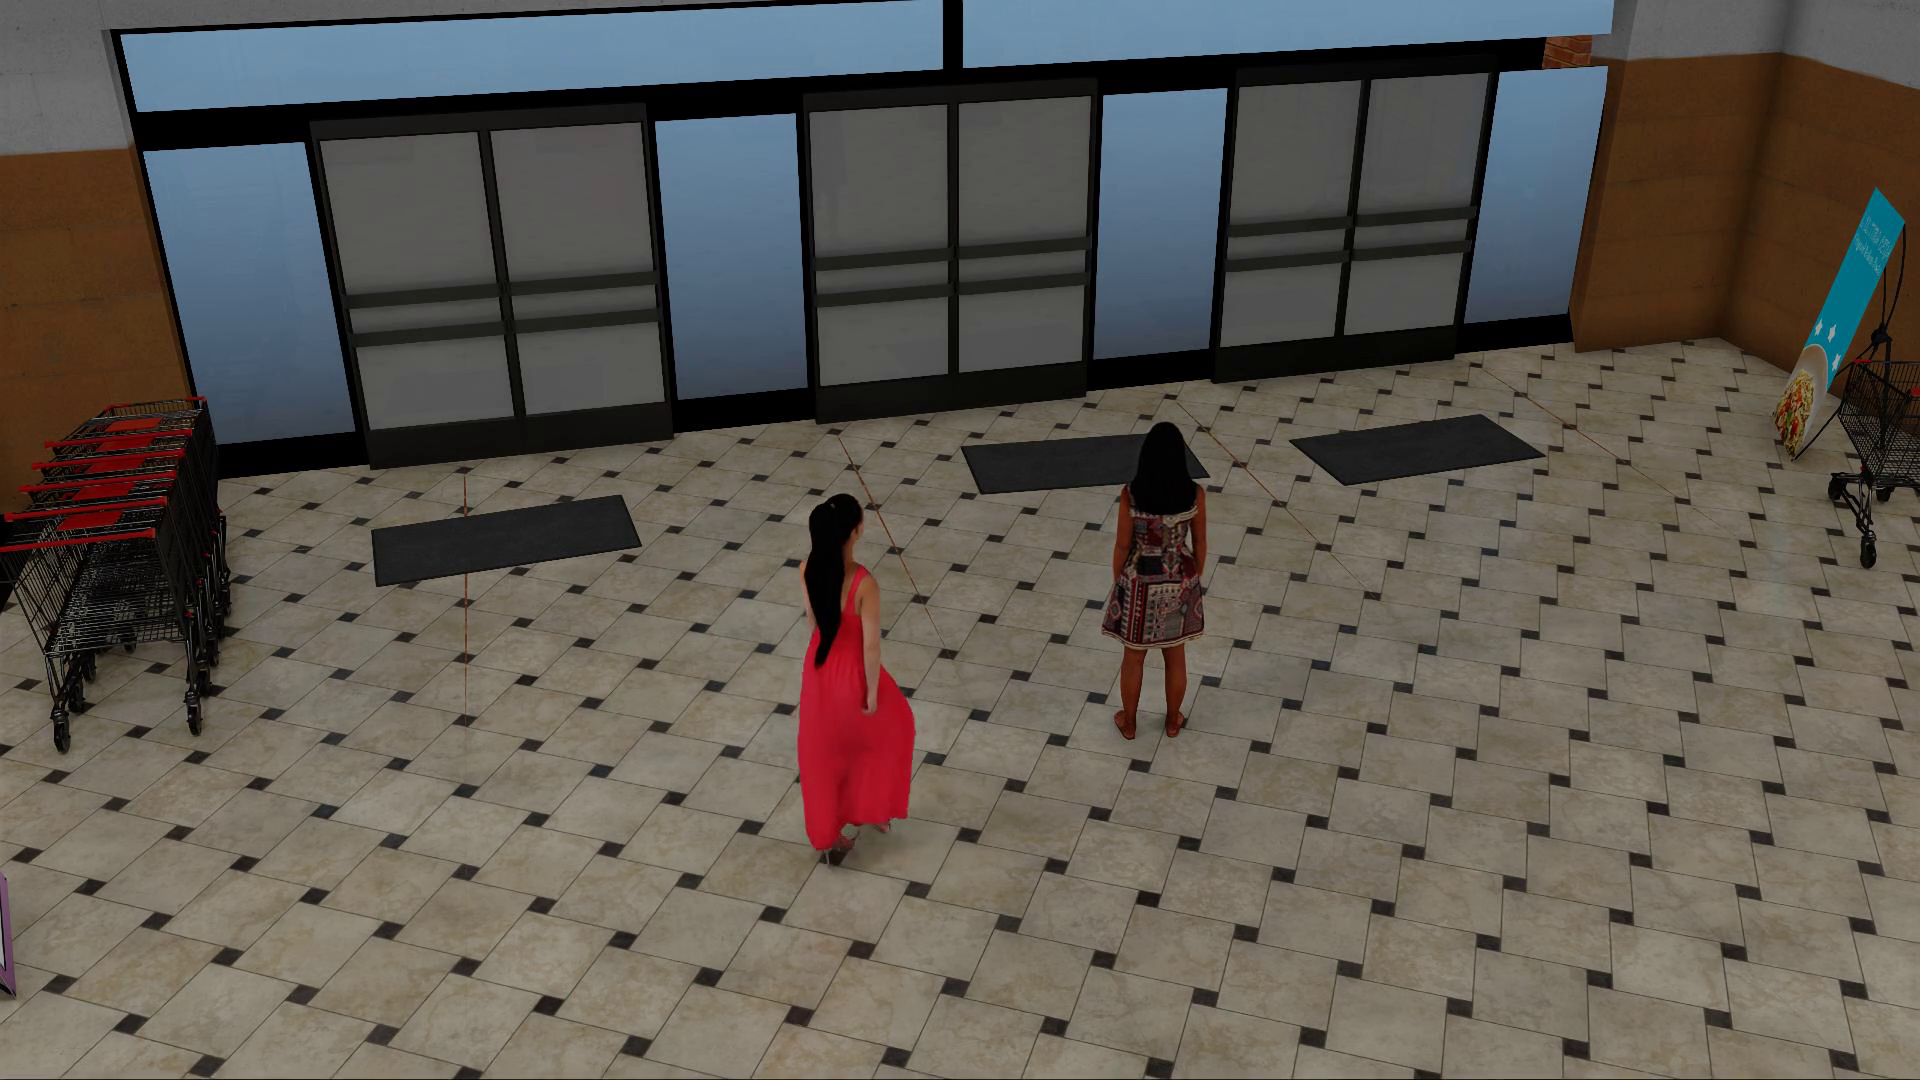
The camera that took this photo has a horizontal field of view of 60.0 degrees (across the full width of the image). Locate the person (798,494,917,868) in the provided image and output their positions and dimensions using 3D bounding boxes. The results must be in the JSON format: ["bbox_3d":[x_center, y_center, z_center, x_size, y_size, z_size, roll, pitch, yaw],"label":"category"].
[{"bbox_3d":[-0.535,0.639,6.956,0.823,1.711,0.888,13,30,24],"label":"person"}]

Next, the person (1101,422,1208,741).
[{"bbox_3d":[0.932,0.205,7.884,0.693,1.645,0.600,-1,27,-3],"label":"person"}]
